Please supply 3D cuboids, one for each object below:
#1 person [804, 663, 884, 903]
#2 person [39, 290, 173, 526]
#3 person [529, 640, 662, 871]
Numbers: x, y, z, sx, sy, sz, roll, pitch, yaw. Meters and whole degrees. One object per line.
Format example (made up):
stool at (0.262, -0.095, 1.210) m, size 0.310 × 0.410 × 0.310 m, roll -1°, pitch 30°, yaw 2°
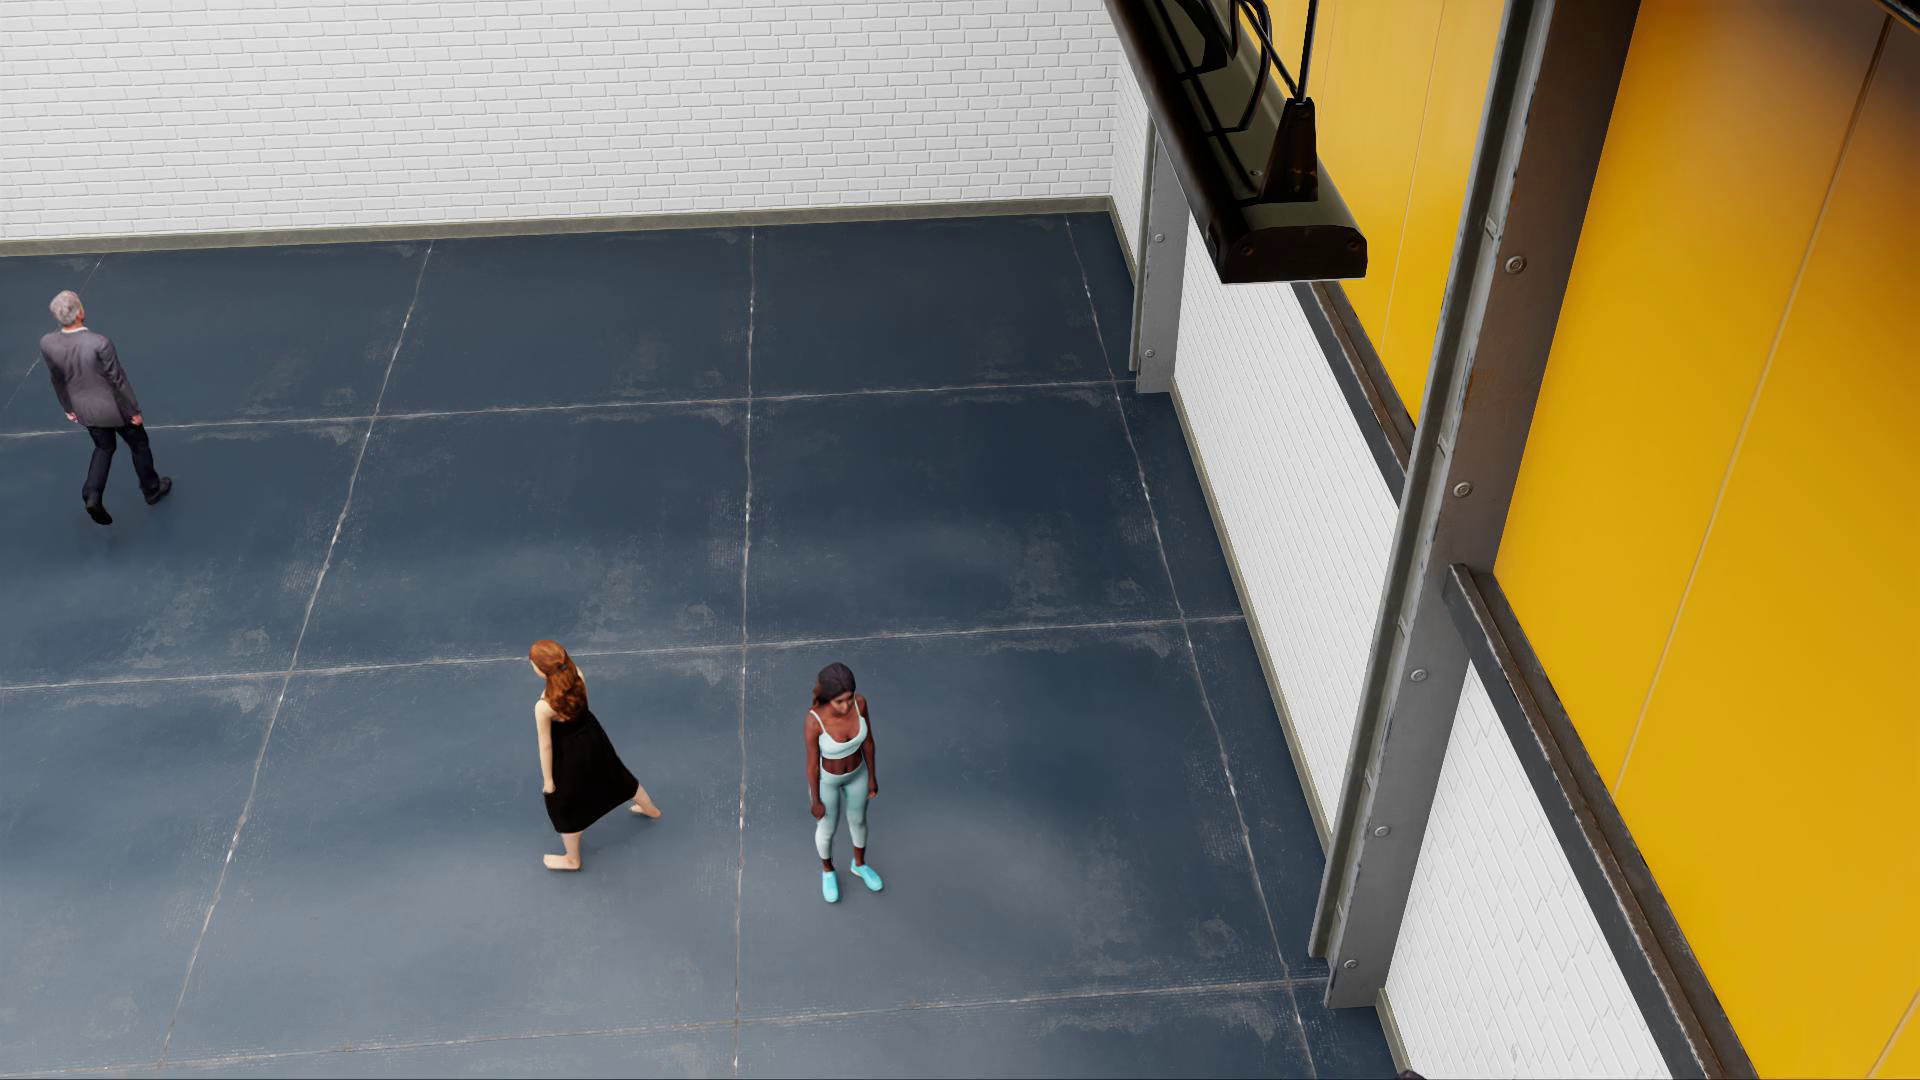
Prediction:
person at (-0.657, 1.310, 9.093) m, size 0.639 × 1.724 × 0.653 m, roll -20°, pitch 43°, yaw -23°
person at (-6.105, -0.911, 11.798) m, size 0.845 × 1.820 × 1.075 m, roll 4°, pitch 39°, yaw 5°
person at (-2.168, 1.205, 9.321) m, size 1.003 × 1.604 × 0.880 m, roll 18°, pitch 42°, yaw 21°
